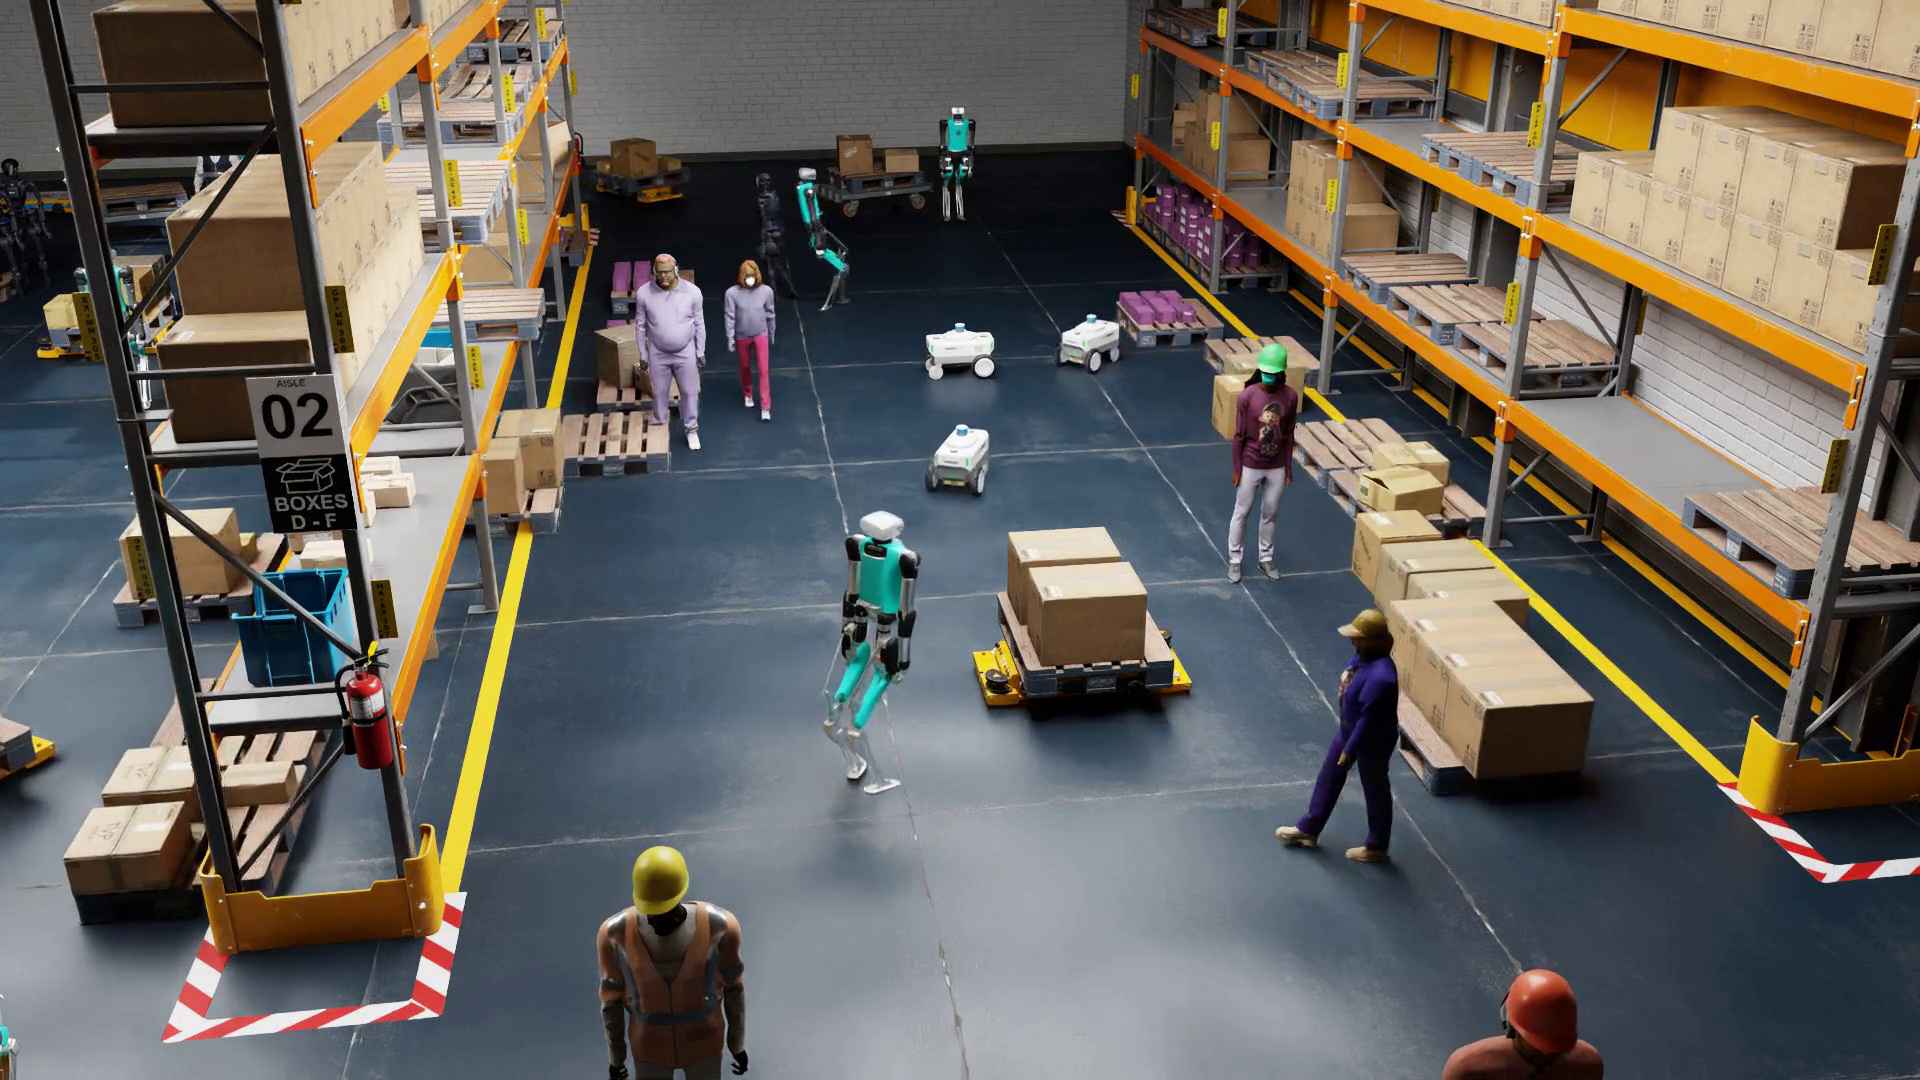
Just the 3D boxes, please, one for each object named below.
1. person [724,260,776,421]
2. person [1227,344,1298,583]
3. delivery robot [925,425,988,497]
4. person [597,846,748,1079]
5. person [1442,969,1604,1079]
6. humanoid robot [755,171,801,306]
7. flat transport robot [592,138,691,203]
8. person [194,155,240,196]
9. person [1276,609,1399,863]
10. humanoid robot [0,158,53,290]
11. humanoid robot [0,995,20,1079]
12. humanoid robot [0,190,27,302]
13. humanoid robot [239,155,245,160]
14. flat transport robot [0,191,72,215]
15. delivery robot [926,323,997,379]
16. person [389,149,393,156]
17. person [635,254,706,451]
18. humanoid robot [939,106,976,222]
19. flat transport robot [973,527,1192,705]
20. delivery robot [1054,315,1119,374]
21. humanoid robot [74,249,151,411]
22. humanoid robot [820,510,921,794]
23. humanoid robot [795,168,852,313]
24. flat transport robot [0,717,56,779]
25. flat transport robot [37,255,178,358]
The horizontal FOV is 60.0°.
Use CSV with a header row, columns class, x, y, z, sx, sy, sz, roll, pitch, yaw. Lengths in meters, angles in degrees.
class,x,y,z,sx,sy,sz,roll,pitch,yaw
person,-2.086,-2.015,16.617,0.507,1.589,0.841,-4,24,-8
person,2.361,-0.608,12.975,0.494,1.948,0.421,-3,24,-7
delivery robot,0.015,-0.748,15.002,0.499,0.575,0.766,7,25,15
person,-1.169,2.080,6.878,0.590,1.925,0.382,-3,24,-7
person,2.004,2.391,6.087,0.616,1.992,0.394,-3,24,-7
humanoid robot,-2.231,-3.686,20.332,0.467,1.647,0.599,4,24,8
flat transport robot,-5.092,-5.571,26.370,1.431,0.231,0.659,22,32,40
person,-10.000,-4.721,22.580,0.764,1.755,0.440,-3,24,-7
person,2.188,1.129,9.440,0.689,1.602,0.458,-1,24,-3
humanoid robot,-11.796,-3.981,20.980,0.599,1.655,0.315,-3,24,-8
humanoid robot,-4.336,1.993,7.144,0.533,1.677,0.735,-3,24,-8
humanoid robot,-11.848,-3.753,20.459,0.599,1.657,0.315,-3,24,-8
humanoid robot,-11.118,-6.051,25.473,0.533,1.676,0.735,-3,24,-8
flat transport robot,-14.014,-5.143,25.394,1.431,0.231,0.659,-3,24,-8
delivery robot,0.001,-2.052,17.962,0.739,0.566,0.499,-3,24,-8
person,-7.529,-4.871,22.946,0.563,1.742,0.365,3,24,7
person,-2.710,-1.754,15.638,0.646,1.906,0.404,-3,24,-7
humanoid robot,-0.075,-5.512,24.242,0.533,1.677,0.735,-3,24,-8
flat transport robot,0.846,0.881,11.670,1.431,0.231,0.659,-3,24,-8
delivery robot,1.433,-2.178,18.265,0.499,0.580,0.766,18,30,36
humanoid robot,-8.330,-2.135,16.550,0.533,1.676,0.735,-3,24,-8
humanoid robot,-0.617,0.744,10.154,0.530,1.773,0.757,17,29,34
humanoid robot,-1.542,-3.626,20.112,0.872,1.775,0.599,-7,25,-15
flat transport robot,-6.445,1.501,10.258,0.659,0.231,1.431,12,26,25
flat transport robot,-9.596,-2.273,18.857,1.431,0.231,0.659,-3,24,-8
